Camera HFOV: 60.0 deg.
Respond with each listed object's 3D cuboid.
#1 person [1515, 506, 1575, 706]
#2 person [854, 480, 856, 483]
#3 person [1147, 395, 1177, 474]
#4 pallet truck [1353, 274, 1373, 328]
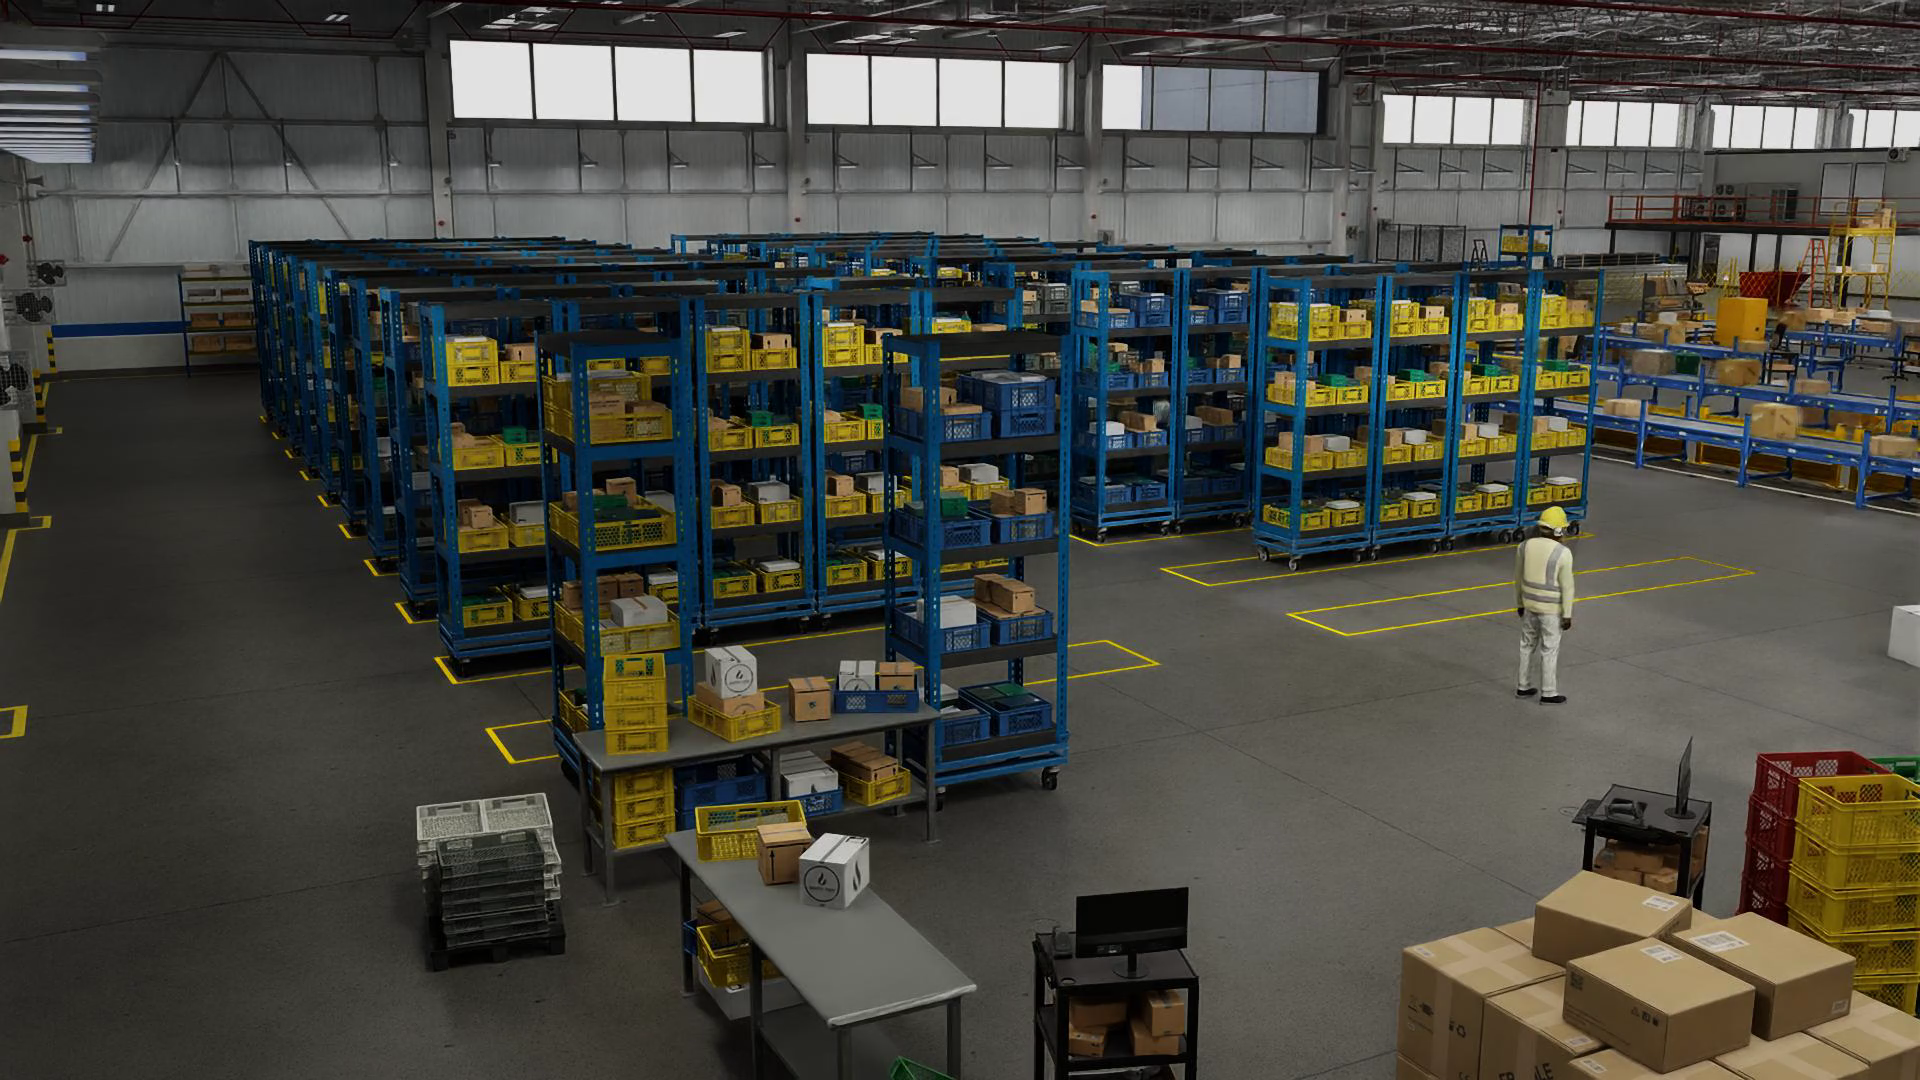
[{"bbox_3d":[5.350,0.595,15.195,0.403,1.830,0.598,-7,14,-31],"label":"person"},{"bbox_3d":[-1.279,-0.959,22.634,0.570,1.767,0.981,1,12,5],"label":"person"},{"bbox_3d":[2.928,-1.410,24.344,0.557,1.926,0.623,-9,15,-35],"label":"person"},{"bbox_3d":[13.011,-8.050,55.243,0.823,1.965,1.885,-7,14,-28],"label":"pallet truck"}]
